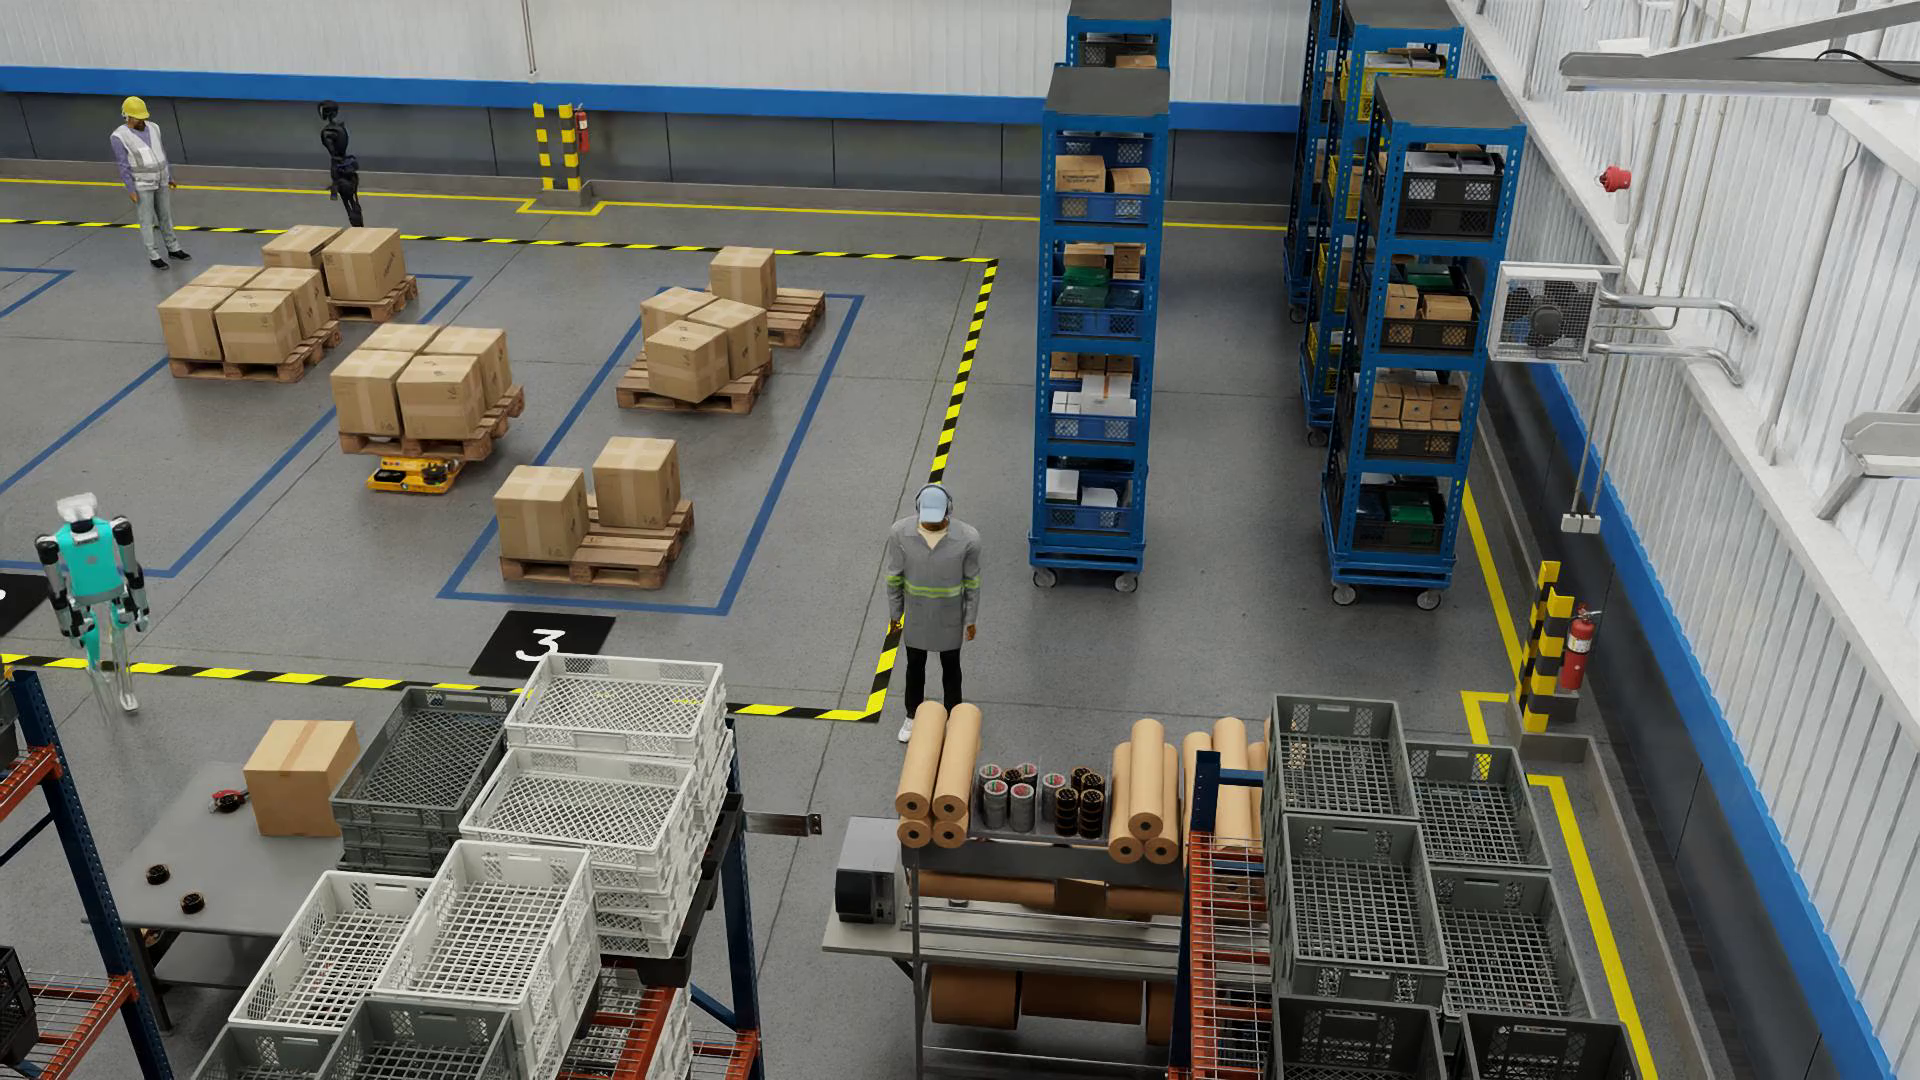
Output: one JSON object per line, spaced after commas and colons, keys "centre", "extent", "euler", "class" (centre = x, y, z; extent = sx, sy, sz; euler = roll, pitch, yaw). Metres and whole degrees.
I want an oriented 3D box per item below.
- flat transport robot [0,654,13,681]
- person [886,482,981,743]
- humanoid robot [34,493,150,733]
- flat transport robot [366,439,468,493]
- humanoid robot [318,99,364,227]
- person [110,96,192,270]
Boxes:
{"centre": [-7.142, 0.969, 11.010], "extent": [1.431, 0.231, 0.659], "euler": [3, 30, 6], "class": "flat transport robot"}
{"centre": [-0.168, 0.457, 10.316], "extent": [0.588, 1.851, 0.386], "euler": [3, 30, 5], "class": "person"}
{"centre": [-5.435, 0.433, 10.519], "extent": [0.533, 1.811, 0.819], "euler": [-19, 35, -30], "class": "humanoid robot"}
{"centre": [-4.422, -0.828, 14.068], "extent": [0.652, 0.197, 1.431], "euler": [3, 30, 6], "class": "flat transport robot"}
{"centre": [-6.695, -3.950, 18.043], "extent": [0.315, 1.657, 0.599], "euler": [-3, 30, -5], "class": "humanoid robot"}
{"centre": [-8.590, -3.798, 17.652], "extent": [0.403, 1.822, 0.588], "euler": [13, 33, 22], "class": "person"}
